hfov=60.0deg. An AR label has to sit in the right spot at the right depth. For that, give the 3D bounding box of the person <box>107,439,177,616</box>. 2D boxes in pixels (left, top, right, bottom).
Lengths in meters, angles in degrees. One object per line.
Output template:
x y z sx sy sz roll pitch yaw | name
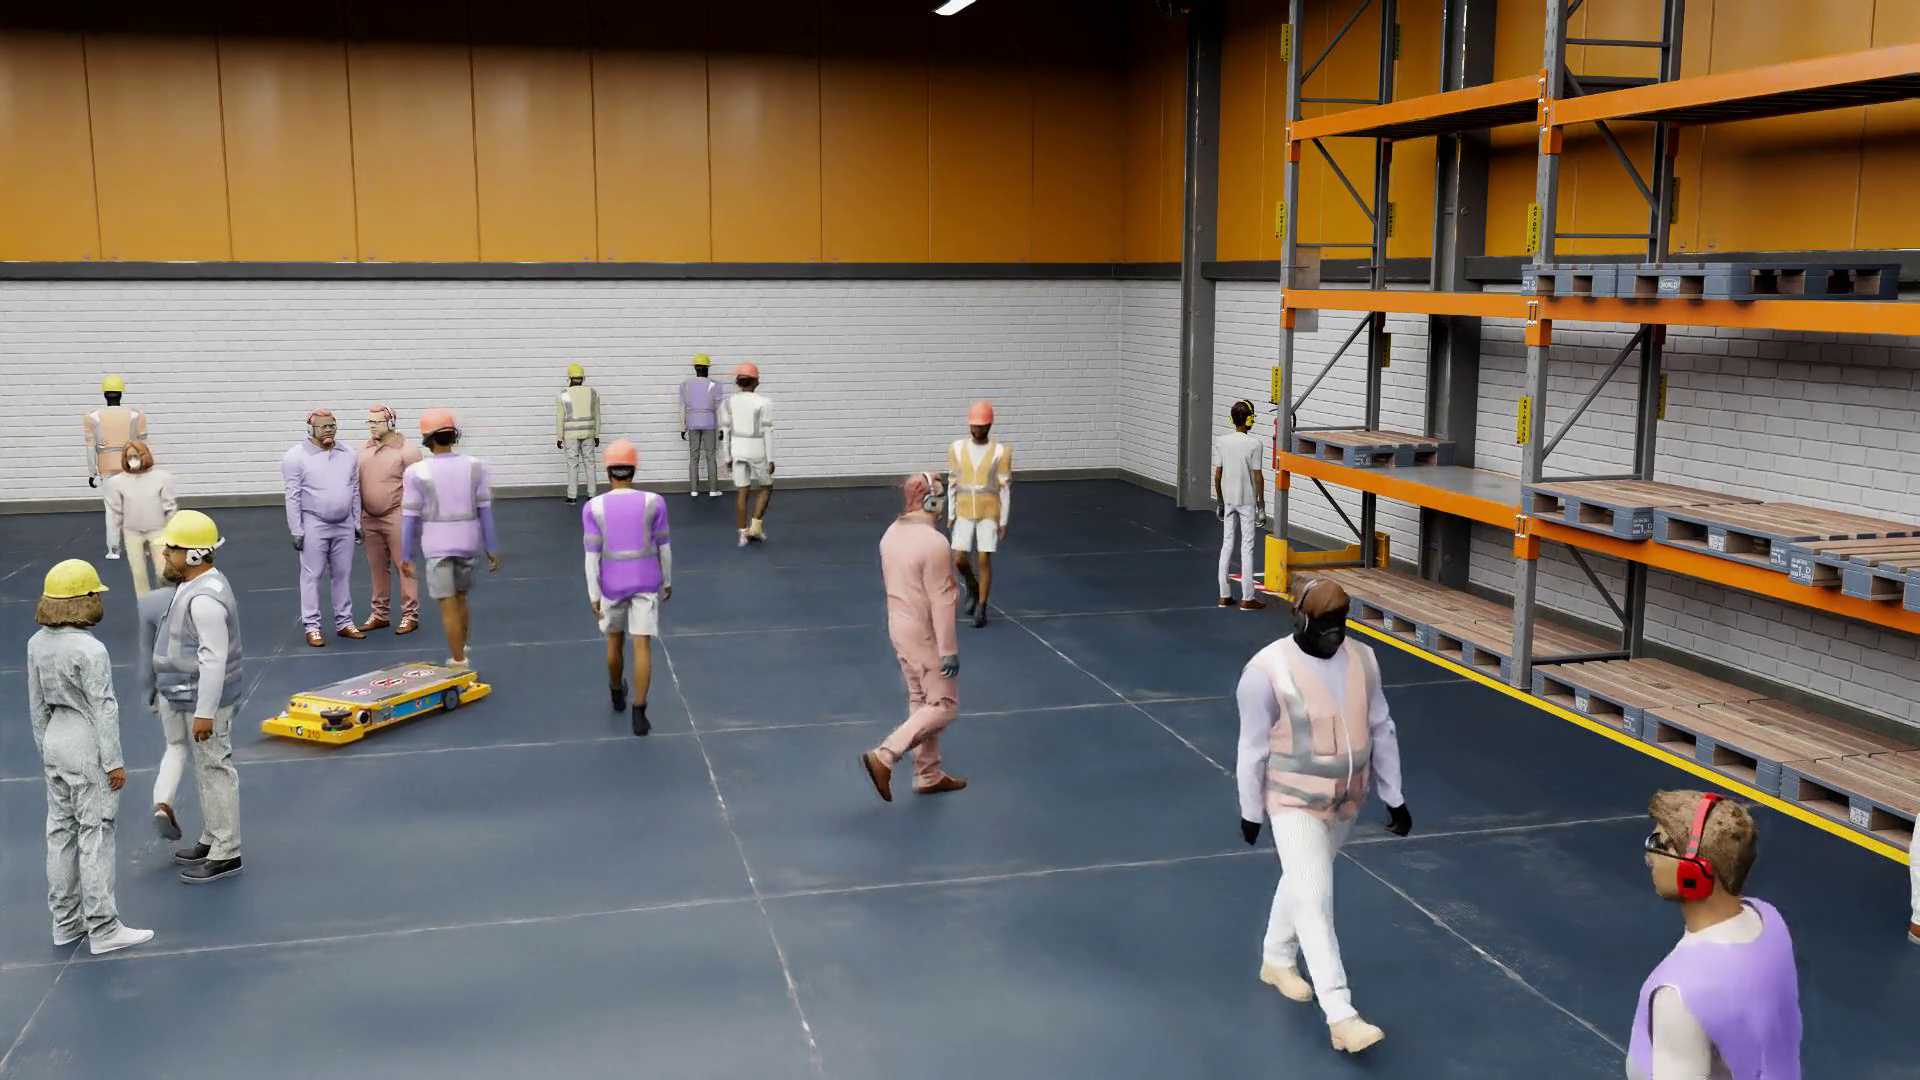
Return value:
-6.745 -0.023 13.748 0.534 1.621 0.335 -3 10 -18 | person

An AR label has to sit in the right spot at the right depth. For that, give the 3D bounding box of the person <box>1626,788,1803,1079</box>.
1.680 1.464 3.811 0.435 1.835 0.590 8 12 41 | person

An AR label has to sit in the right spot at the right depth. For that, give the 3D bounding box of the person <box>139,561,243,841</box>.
-4.006 0.799 8.644 0.507 1.620 0.492 -1 9 -7 | person

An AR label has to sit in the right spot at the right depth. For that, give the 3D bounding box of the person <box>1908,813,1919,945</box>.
4.465 0.860 7.289 0.628 1.935 0.373 -4 10 -23 | person

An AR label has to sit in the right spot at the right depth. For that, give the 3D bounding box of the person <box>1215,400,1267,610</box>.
2.504 -0.310 14.789 0.513 1.872 0.328 8 12 41 | person

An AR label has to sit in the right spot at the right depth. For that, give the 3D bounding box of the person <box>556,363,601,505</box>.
-4.934 -1.365 21.490 0.592 1.833 0.404 -6 11 -32 | person

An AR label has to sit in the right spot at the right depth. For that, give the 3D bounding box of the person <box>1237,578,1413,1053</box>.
1.456 1.045 6.544 0.640 1.791 0.940 -5 10 -27 | person

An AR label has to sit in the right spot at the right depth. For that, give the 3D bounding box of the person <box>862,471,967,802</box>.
-0.242 0.554 9.332 0.624 1.890 0.663 -4 10 -24 | person

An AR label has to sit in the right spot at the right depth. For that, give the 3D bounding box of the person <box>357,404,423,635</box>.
-4.761 -0.170 13.803 0.643 1.909 0.410 3 10 19 | person

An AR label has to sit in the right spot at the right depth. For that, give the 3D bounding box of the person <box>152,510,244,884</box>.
-3.754 0.760 8.214 0.404 1.837 0.590 -5 10 -28 | person

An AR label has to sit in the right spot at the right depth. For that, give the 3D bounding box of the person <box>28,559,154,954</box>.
-3.863 0.946 7.344 0.494 1.743 0.302 5 10 27 | person

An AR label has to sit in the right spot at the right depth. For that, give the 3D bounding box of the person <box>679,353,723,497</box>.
-3.443 -1.527 22.211 0.592 1.923 0.381 0 9 3 | person

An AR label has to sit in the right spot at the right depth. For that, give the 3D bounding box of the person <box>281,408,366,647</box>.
-5.100 -0.109 13.422 0.409 1.909 0.641 7 12 39 | person

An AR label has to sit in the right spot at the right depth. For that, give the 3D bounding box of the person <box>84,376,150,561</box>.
-8.777 -0.749 17.350 0.593 1.924 0.380 -6 11 -31 | person

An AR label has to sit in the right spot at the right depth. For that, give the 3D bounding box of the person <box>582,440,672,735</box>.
-2.196 0.281 11.032 0.558 1.887 0.943 -1 9 -8 | person

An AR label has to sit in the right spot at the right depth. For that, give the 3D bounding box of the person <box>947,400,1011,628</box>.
0.160 -0.225 14.058 0.553 1.925 0.456 2 9 13 | person

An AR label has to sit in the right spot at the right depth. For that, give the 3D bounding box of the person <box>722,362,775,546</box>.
-2.297 -0.938 18.229 0.631 2.022 0.468 3 10 18 | person

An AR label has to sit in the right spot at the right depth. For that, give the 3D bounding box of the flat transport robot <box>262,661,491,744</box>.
-3.886 1.067 11.169 0.652 0.197 1.431 4 10 25 | flat transport robot

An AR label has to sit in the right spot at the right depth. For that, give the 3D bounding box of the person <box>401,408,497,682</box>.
-3.759 0.046 12.103 0.651 2.014 0.802 -7 11 -37 | person
